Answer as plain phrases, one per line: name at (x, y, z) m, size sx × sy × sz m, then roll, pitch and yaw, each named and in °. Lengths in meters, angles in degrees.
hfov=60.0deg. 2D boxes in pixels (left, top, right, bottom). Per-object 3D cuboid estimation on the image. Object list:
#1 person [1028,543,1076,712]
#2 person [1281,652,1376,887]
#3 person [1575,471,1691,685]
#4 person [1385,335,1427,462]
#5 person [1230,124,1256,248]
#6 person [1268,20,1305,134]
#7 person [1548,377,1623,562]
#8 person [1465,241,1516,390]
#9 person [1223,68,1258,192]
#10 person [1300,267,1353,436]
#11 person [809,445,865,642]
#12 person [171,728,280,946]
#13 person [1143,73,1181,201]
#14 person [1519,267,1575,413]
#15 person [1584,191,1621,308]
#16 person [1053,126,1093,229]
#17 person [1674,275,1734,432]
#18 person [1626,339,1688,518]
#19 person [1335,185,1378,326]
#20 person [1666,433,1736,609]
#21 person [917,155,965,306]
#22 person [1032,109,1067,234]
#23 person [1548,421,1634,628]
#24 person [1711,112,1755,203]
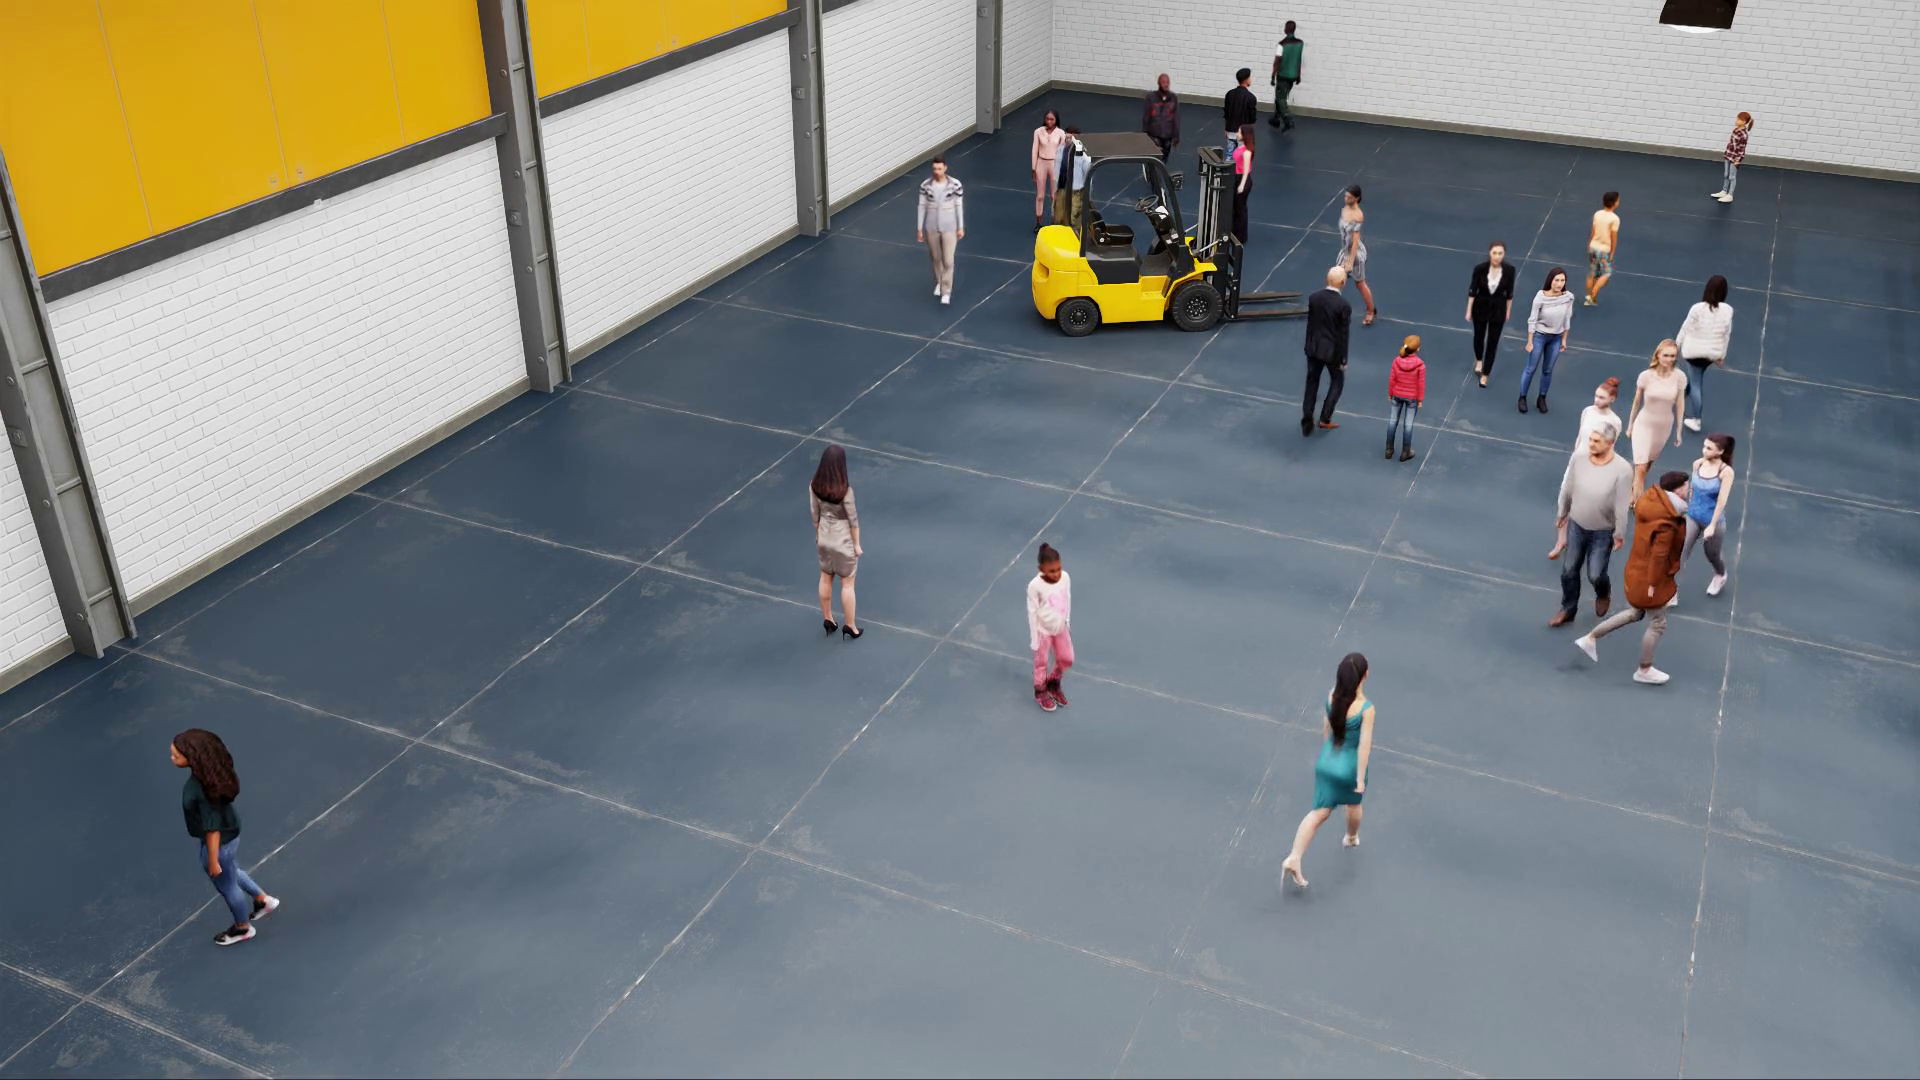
person at (0.639, 0.632, 12.763) m, size 0.631 × 1.442 × 0.716 m, roll -17°, pitch 33°, yaw -28°
person at (2.442, 1.547, 10.884) m, size 1.108 × 1.636 × 0.837 m, roll -20°, pitch 34°, yaw -31°
person at (5.304, 0.296, 12.988) m, size 0.986 × 1.818 × 1.020 m, roll 1°, pitch 29°, yaw 1°
person at (4.462, -1.430, 16.674) m, size 0.528 × 1.318 × 0.514 m, roll 16°, pitch 32°, yaw 27°
person at (3.809, -4.812, 22.518) m, size 0.718 × 1.659 × 0.586 m, roll 1°, pitch 29°, yaw 2°
person at (5.429, -7.630, 27.523) m, size 1.147 × 1.813 × 1.158 m, roll -14°, pitch 32°, yaw -24°
person at (5.644, -0.619, 14.708) m, size 0.841 × 1.778 × 0.775 m, roll -17°, pitch 33°, yaw -28°
person at (5.838, -2.519, 18.361) m, size 0.693 × 1.615 × 1.079 m, roll 9°, pitch 30°, yaw 16°
person at (4.133, -6.087, 24.693) m, size 0.765 × 1.814 × 0.721 m, roll 24°, pitch 37°, yaw 37°
person at (3.706, -1.897, 17.047) m, size 0.798 × 1.781 × 0.777 m, roll 19°, pitch 34°, yaw 30°
person at (-1.006, 0.027, 13.556) m, size 0.599 × 1.746 × 0.522 m, roll 15°, pitch 32°, yaw 26°
person at (-4.549, 1.839, 10.377) m, size 0.812 × 1.610 × 0.752 m, roll -9°, pitch 30°, yaw -17°
person at (2.931, -5.994, 24.524) m, size 1.115 × 1.812 × 1.302 m, roll -4°, pitch 29°, yaw -8°
person at (6.205, -2.128, 17.629) m, size 0.676 × 1.630 × 0.683 m, roll -3°, pitch 29°, yaw -5°
person at (7.829, -3.544, 20.410) m, size 0.761 × 1.451 × 0.676 m, roll -21°, pitch 35°, yaw -33°
person at (1.500, -4.641, 22.077) m, size 0.699 × 1.780 × 0.746 m, roll 14°, pitch 32°, yaw 24°
person at (7.727, -1.904, 17.259) m, size 0.952 × 1.589 × 1.146 m, roll -3°, pitch 29°, yaw -5°
person at (6.421, -1.035, 15.466) m, size 0.813 × 1.782 × 1.135 m, roll 3°, pitch 29°, yaw 6°
person at (4.727, -3.332, 19.690) m, size 1.160 × 1.769 × 1.089 m, roll -8°, pitch 30°, yaw -14°
person at (6.364, -0.165, 14.088) m, size 1.135 × 1.574 × 0.944 m, roll -18°, pitch 33°, yaw -29°
person at (-0.213, -3.895, 20.668) m, size 0.884 × 1.820 × 1.161 m, roll 5°, pitch 29°, yaw 9°
person at (1.225, -5.107, 22.992) m, size 0.678 × 1.723 × 0.639 m, roll 4°, pitch 29°, yaw 7°
person at (5.253, -0.136, 13.705) m, size 0.995 × 1.889 × 0.935 m, roll -20°, pitch 34°, yaw -32°
person at (11.362, -5.628, 24.383) m, size 0.670 × 1.305 × 0.576 m, roll 0°, pitch 29°, yaw 0°
